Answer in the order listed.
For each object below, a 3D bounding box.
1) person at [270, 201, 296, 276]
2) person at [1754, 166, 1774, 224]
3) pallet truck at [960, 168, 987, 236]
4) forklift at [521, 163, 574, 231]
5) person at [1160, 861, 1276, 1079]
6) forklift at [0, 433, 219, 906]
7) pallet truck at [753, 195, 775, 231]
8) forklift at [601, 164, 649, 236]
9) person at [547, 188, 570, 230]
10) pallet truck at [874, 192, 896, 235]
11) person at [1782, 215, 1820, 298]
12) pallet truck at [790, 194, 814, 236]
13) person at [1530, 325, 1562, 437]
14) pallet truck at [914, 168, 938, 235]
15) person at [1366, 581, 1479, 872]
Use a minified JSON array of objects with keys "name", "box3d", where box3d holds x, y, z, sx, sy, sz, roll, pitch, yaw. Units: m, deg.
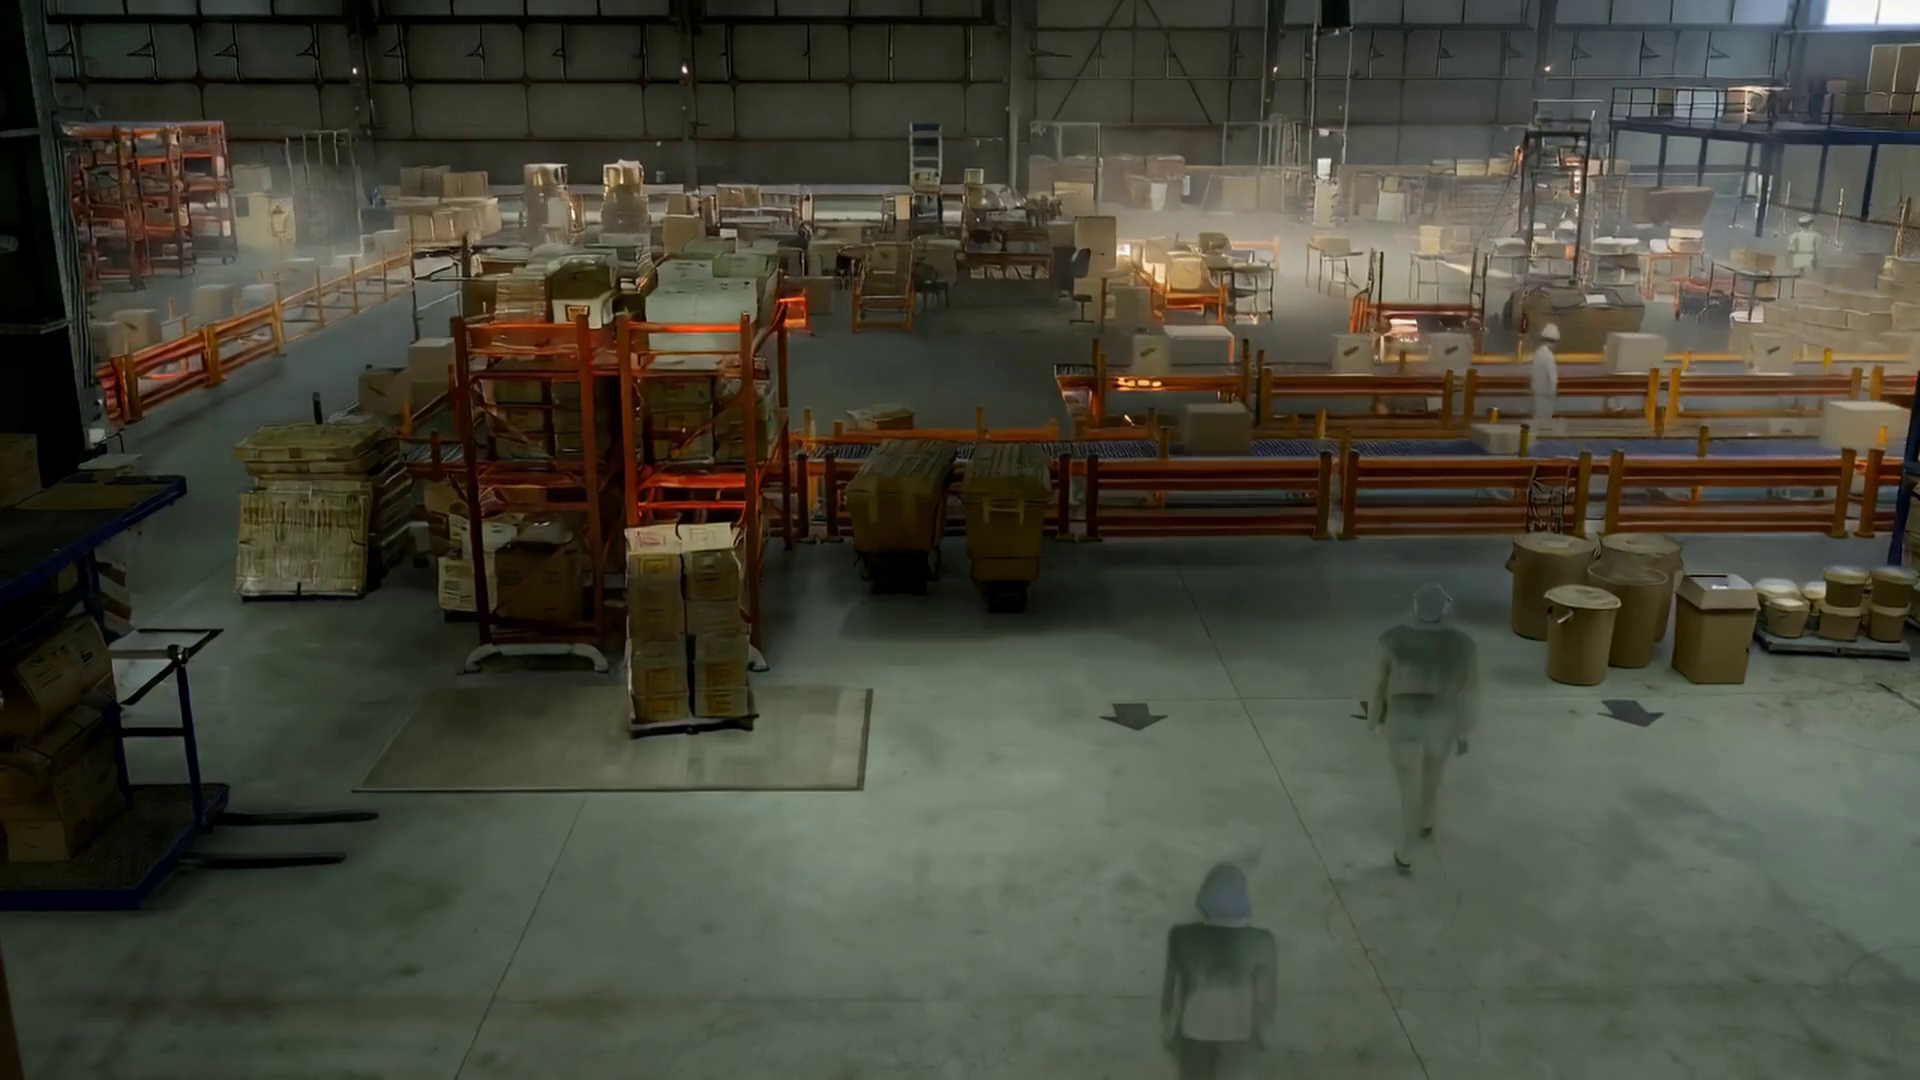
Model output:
[{"name":"person","box3d":[-16.555,-7.374,40.664,0.595,1.786,0.930,2,16,5]},{"name":"person","box3d":[25.758,-11.045,53.247,0.574,1.881,0.358,-7,17,-23]},{"name":"pallet truck","box3d":[0.383,-10.230,50.206,0.823,1.965,1.885,-1,16,-3]},{"name":"forklift","box3d":[-12.233,-10.122,49.298,1.157,1.987,2.680,0,16,-1]},{"name":"person","box3d":[1.172,2.223,7.594,0.518,1.617,0.366,0,16,2]},{"name":"forklift","box3d":[-5.952,0.780,10.366,1.873,2.768,1.129,0,16,-1]},{"name":"pallet truck","box3d":[-6.051,-9.967,50.660,0.680,1.201,1.601,0,16,-1]},{"name":"forklift","box3d":[-9.948,-10.127,49.296,1.157,1.987,2.680,-1,16,-3]},{"name":"person","box3d":[-10.668,-8.372,43.991,0.940,1.870,0.637,-13,21,-38]},{"name":"pallet truck","box3d":[-2.277,-9.986,50.594,0.653,1.274,1.630,0,16,-1]},{"name":"person","box3d":[17.506,-5.770,34.699,0.628,1.993,0.985,1,16,4]},{"name":"pallet truck","box3d":[-4.814,-9.883,50.259,0.704,1.261,1.522,-1,16,-3]},{"name":"person","box3d":[7.705,-1.963,21.904,0.418,1.749,0.536,1,16,5]},{"name":"pallet truck","box3d":[-0.989,-10.316,50.507,0.823,1.965,1.885,1,16,3]},{"name":"person","box3d":[2.994,1.153,10.857,0.668,1.864,0.931,4,16,12]}]
